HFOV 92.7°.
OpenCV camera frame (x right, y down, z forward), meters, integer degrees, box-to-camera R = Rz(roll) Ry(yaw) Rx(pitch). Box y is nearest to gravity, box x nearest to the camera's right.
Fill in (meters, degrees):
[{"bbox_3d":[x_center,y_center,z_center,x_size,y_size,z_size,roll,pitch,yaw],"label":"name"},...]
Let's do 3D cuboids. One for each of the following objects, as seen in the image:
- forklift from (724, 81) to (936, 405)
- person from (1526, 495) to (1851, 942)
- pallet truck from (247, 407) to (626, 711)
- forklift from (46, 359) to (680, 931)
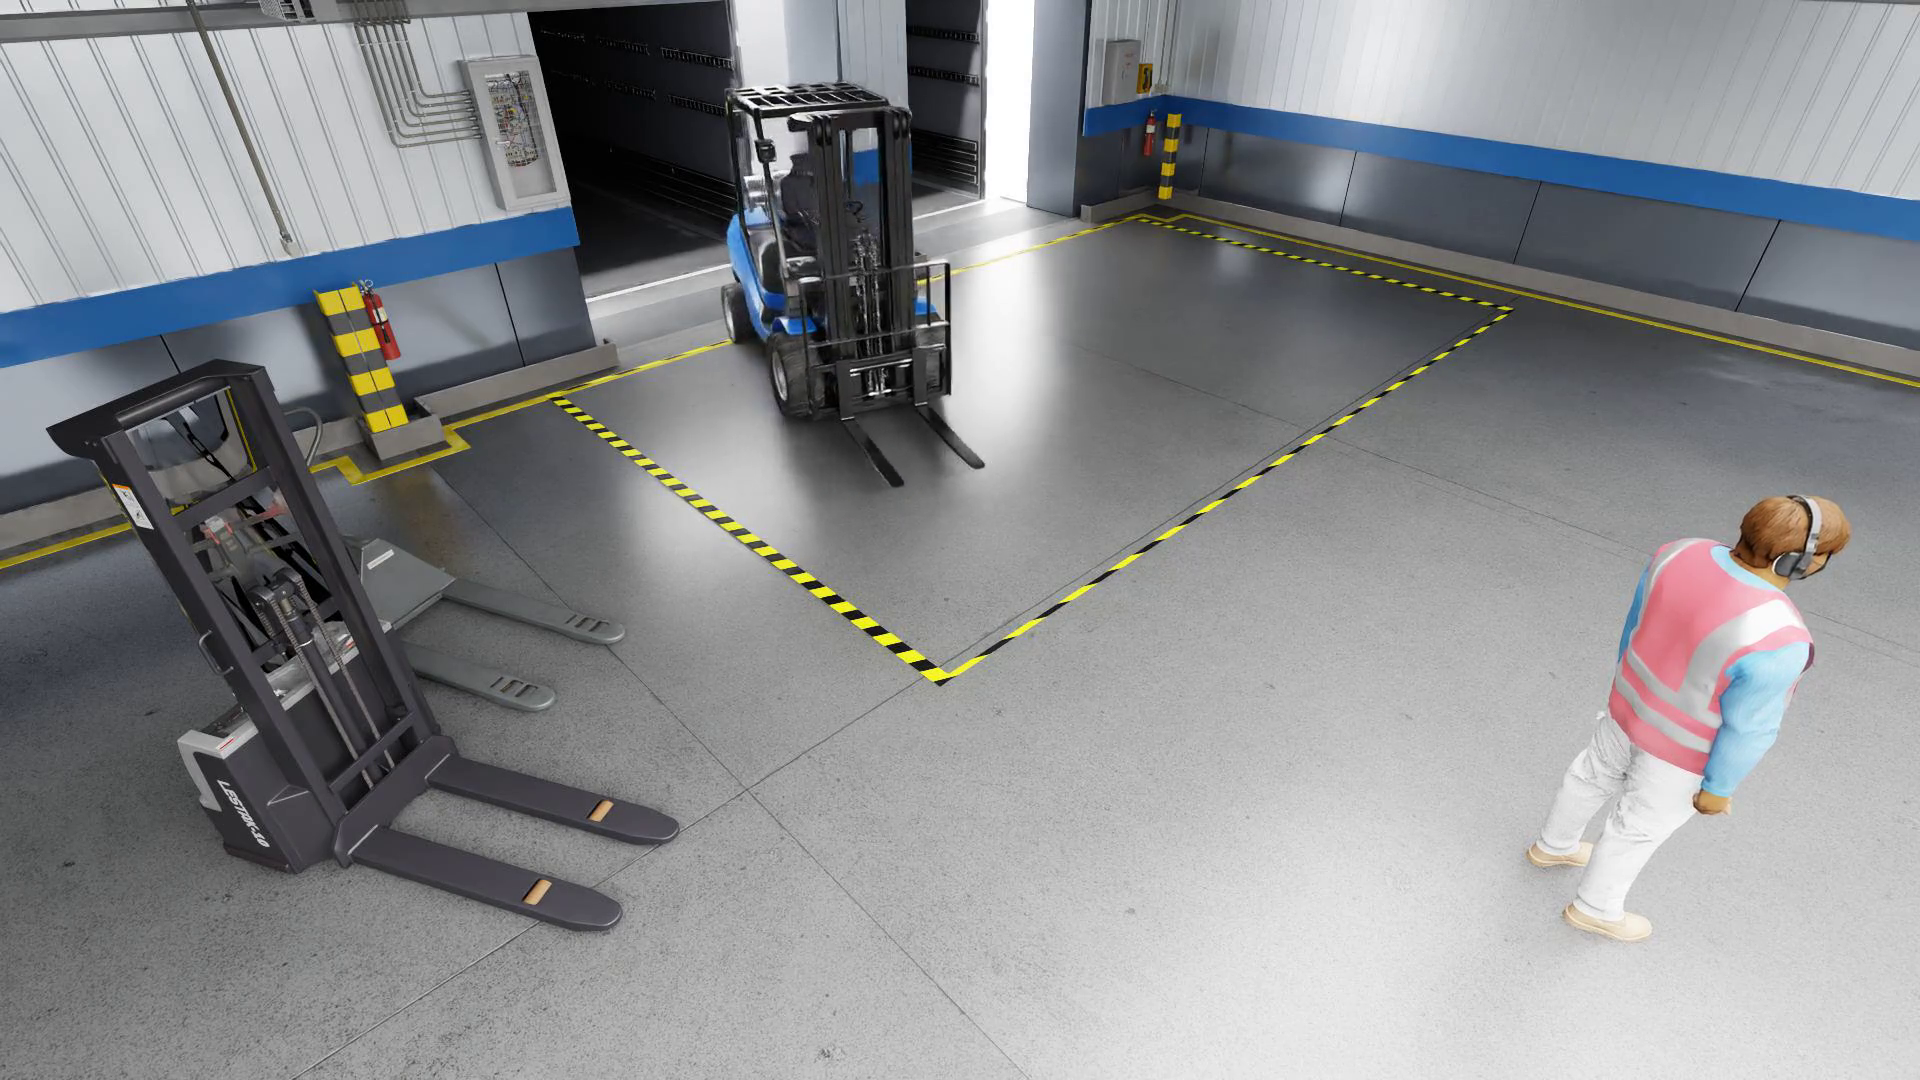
[{"bbox_3d":[-1.117,-2.483,7.306,1.157,2.036,2.680,-14,37,-20],"label":"forklift"},{"bbox_3d":[2.470,0.644,3.165,0.429,1.844,0.626,1,34,2],"label":"person"},{"bbox_3d":[-2.628,0.038,4.590,1.601,1.201,0.680,12,36,18],"label":"pallet truck"},{"bbox_3d":[-2.135,0.422,3.354,1.885,1.965,0.823,10,35,14],"label":"forklift"}]
